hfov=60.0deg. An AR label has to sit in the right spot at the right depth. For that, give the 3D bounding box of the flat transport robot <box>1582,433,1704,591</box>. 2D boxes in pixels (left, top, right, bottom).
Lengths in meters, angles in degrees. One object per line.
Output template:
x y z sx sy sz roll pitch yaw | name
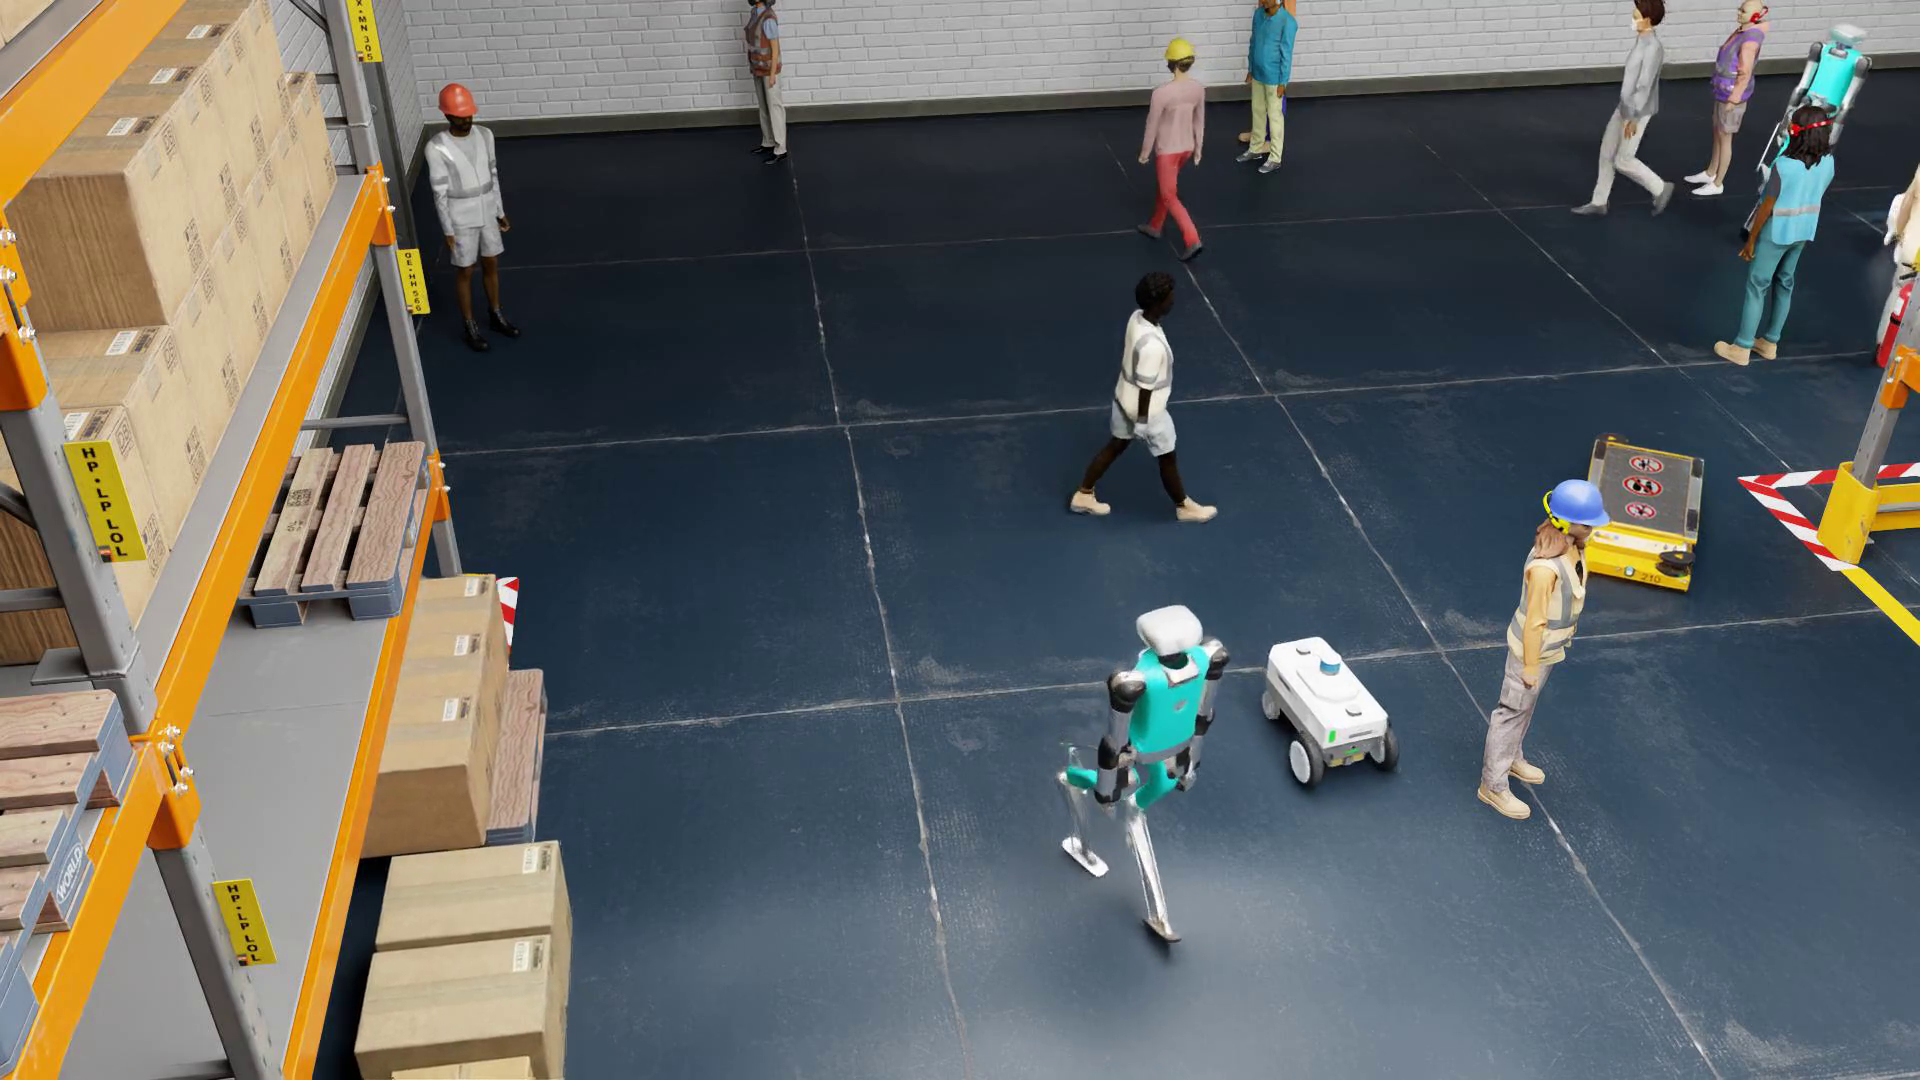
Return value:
4.149 -0.196 10.153 0.659 0.231 1.431 13 35 19 | flat transport robot

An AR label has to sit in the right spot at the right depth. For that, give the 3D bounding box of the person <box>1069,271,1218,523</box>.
1.098 -0.828 9.856 0.883 1.650 0.537 -4 33 -7 | person

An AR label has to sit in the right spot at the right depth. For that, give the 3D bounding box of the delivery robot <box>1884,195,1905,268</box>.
7.799 -2.508 13.422 0.504 0.581 0.752 2 33 4 | delivery robot

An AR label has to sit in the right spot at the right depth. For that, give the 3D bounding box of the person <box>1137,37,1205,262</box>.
1.745 -3.131 13.310 0.520 1.728 0.836 -23 39 -31 | person

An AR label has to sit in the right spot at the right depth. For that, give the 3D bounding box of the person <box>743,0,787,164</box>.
-1.770 -4.286 15.117 0.308 1.689 0.453 -17 37 -24 | person

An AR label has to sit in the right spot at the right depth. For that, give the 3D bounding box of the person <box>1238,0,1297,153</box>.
2.863 -4.566 15.282 0.392 1.983 0.509 -7 34 -10 | person

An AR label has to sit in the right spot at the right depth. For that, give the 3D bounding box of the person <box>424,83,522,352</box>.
-3.458 -2.305 11.859 0.377 1.937 0.545 25 41 33 | person

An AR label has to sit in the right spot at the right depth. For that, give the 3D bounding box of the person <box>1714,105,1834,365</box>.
5.748 -2.111 11.638 0.506 1.860 0.390 -10 34 -14 | person

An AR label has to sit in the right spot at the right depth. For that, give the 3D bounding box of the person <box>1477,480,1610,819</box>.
2.702 0.489 7.722 0.310 1.778 0.462 19 38 26 | person

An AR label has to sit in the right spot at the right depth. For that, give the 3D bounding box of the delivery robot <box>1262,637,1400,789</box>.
1.830 0.840 8.304 0.499 0.595 0.770 -10 34 -15 | delivery robot

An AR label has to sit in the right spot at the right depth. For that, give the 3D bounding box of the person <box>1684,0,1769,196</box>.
6.680 -3.843 14.433 0.348 1.690 0.493 6 34 9 | person

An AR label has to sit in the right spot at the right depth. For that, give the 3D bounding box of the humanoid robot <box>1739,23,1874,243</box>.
6.726 -3.251 13.527 1.021 1.760 0.554 -17 37 -24 | humanoid robot

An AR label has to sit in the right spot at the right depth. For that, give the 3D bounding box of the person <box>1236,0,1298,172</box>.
2.748 -4.194 14.931 0.356 1.742 0.561 -17 37 -24 | person

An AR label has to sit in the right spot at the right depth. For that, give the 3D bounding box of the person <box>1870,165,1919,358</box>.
6.759 -2.041 11.533 0.554 1.848 0.593 -29 43 -36 | person

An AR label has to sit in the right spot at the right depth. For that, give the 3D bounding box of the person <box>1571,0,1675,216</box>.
5.668 -3.576 13.860 0.698 1.873 0.541 3 33 4 | person

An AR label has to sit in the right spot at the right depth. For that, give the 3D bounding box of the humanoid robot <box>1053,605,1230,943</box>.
0.692 0.885 7.181 0.545 1.765 0.968 -16 36 -23 | humanoid robot
